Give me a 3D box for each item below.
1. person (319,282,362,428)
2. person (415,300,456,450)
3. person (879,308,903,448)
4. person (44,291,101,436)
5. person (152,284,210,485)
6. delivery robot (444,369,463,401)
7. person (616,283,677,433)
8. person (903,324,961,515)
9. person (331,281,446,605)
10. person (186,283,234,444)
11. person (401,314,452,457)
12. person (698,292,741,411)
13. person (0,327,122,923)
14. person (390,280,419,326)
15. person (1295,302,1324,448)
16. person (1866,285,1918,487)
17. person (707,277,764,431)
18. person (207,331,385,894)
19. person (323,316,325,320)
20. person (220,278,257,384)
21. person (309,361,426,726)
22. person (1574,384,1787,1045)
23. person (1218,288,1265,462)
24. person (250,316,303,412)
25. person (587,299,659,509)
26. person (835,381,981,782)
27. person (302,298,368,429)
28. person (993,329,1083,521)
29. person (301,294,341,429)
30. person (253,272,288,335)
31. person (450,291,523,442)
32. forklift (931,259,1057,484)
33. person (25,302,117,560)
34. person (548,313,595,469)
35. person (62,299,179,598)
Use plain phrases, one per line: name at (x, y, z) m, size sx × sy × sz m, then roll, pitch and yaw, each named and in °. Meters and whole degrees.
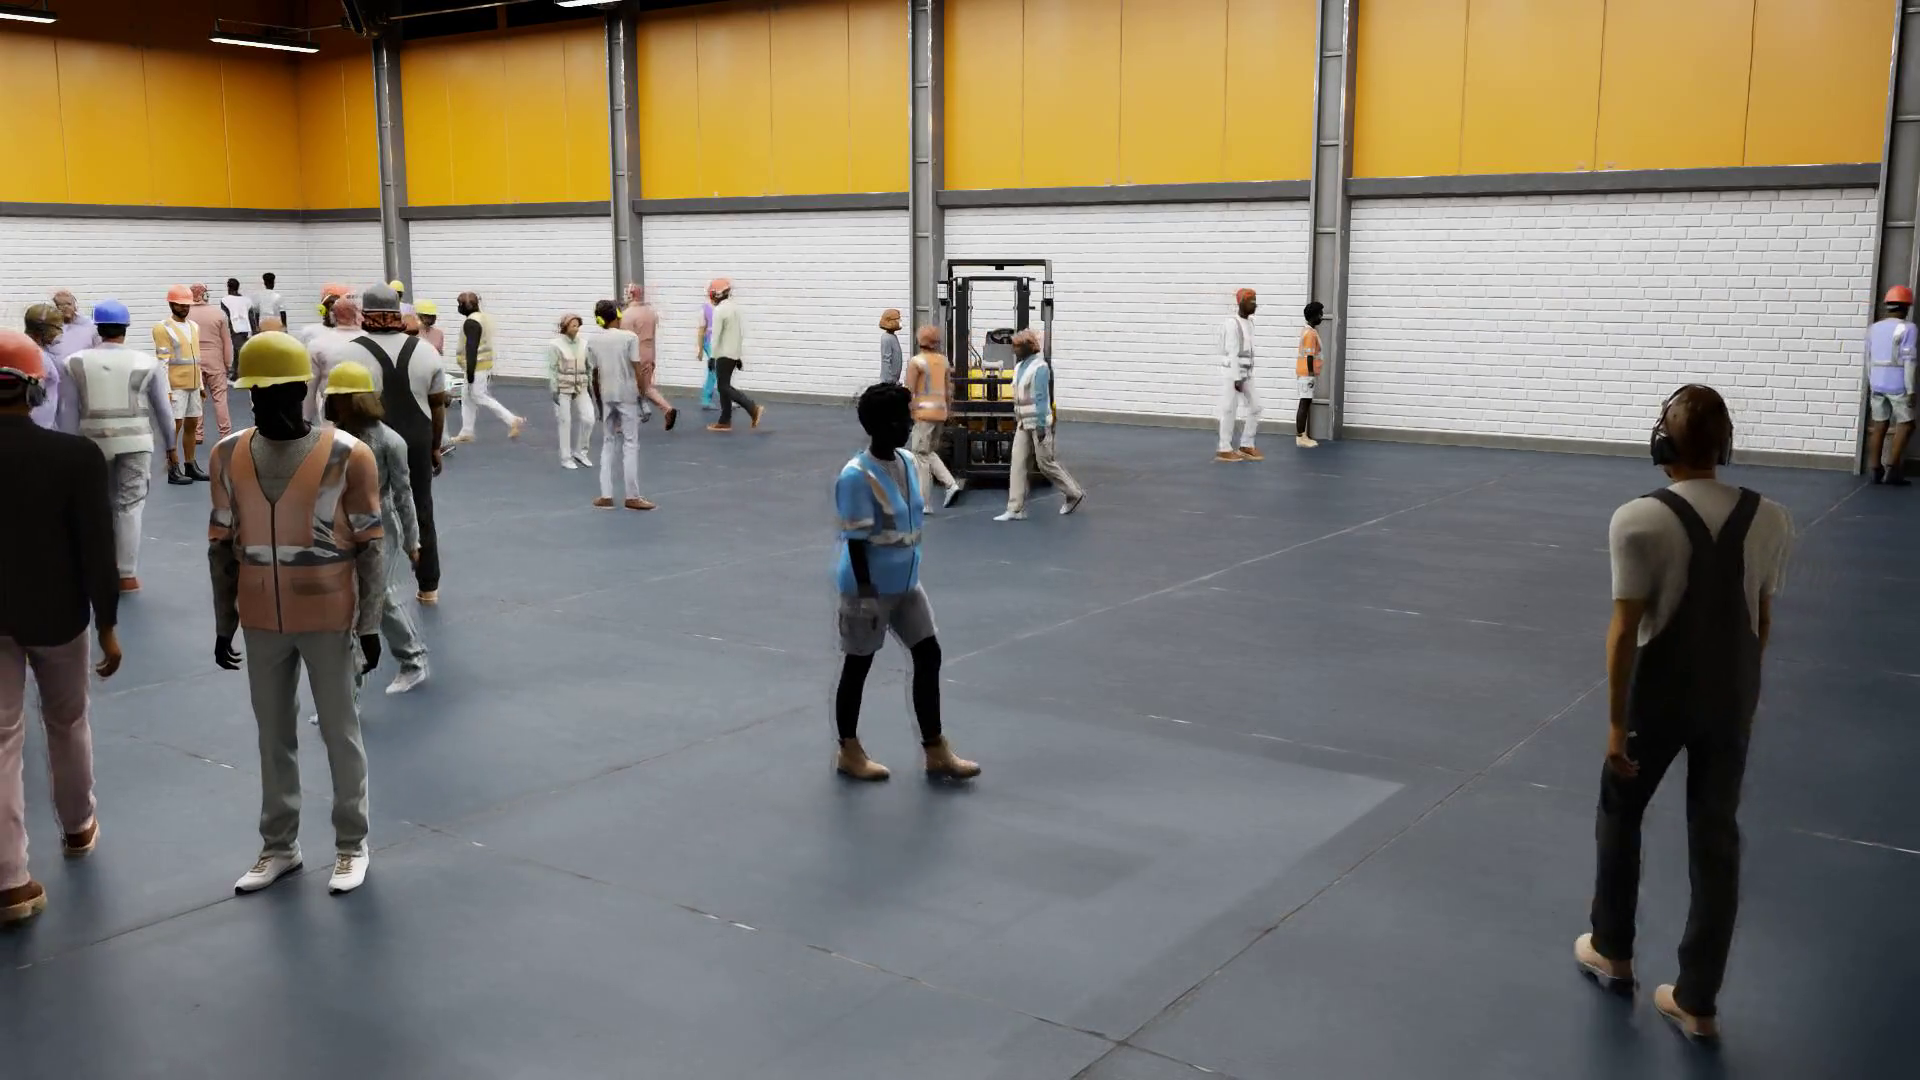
person at (-6.432, -1.707, 17.342) m, size 1.042 × 1.935 × 0.633 m, roll 3°, pitch 10°, yaw 16°
person at (-6.168, -1.897, 19.115) m, size 0.896 × 1.719 × 0.525 m, roll 9°, pitch 13°, yaw 43°
person at (-0.754, -1.744, 18.453) m, size 0.285 × 1.636 × 0.500 m, roll 1°, pitch 10°, yaw 7°
person at (-9.096, -1.610, 17.004) m, size 0.669 × 1.857 × 1.017 m, roll -6°, pitch 11°, yaw -30°
person at (-7.534, -1.509, 16.166) m, size 0.369 × 1.933 × 0.551 m, roll 3°, pitch 10°, yaw 16°
delivery robot at (-7.674, -2.296, 24.675) m, size 0.707 × 0.478 × 0.477 m, roll 6°, pitch 11°, yaw 31°
person at (-3.956, -2.252, 20.727) m, size 0.718 × 1.890 × 0.653 m, roll 4°, pitch 10°, yaw 22°
person at (-0.249, -1.020, 14.147) m, size 0.409 × 1.619 × 0.540 m, roll 6°, pitch 11°, yaw 33°
person at (-3.566, -0.584, 10.340) m, size 0.690 × 2.000 × 0.538 m, roll -7°, pitch 12°, yaw -37°
person at (-8.919, -2.077, 19.652) m, size 0.636 × 1.903 × 0.404 m, roll -3°, pitch 10°, yaw -16°
person at (-5.975, -1.701, 18.349) m, size 0.858 × 1.586 × 0.520 m, roll 6°, pitch 11°, yaw 32°
person at (-3.405, -2.732, 23.815) m, size 0.920 × 1.801 × 0.583 m, roll 6°, pitch 11°, yaw 31°
person at (-3.199, 0.255, 5.652) m, size 0.637 × 1.943 × 1.024 m, roll -4°, pitch 10°, yaw -22°
person at (-8.124, -2.804, 24.056) m, size 0.595 × 1.886 × 0.977 m, roll -5°, pitch 11°, yaw -30°
person at (4.057, -1.916, 19.318) m, size 0.318 × 1.691 × 0.532 m, roll 1°, pitch 10°, yaw 7°
person at (8.941, -1.468, 15.939) m, size 0.401 × 1.925 × 0.603 m, roll -3°, pitch 10°, yaw -16°
person at (-2.852, -2.329, 20.977) m, size 0.755 × 1.962 × 0.640 m, roll 2°, pitch 10°, yaw 13°
person at (-2.267, 0.255, 5.678) m, size 0.594 × 1.926 × 0.367 m, roll 0°, pitch 10°, yaw 3°
person at (-6.652, -1.685, 17.758) m, size 0.550 × 1.752 × 0.360 m, roll -7°, pitch 12°, yaw -35°
person at (-12.499, -3.599, 28.843) m, size 1.022 × 1.867 × 0.589 m, roll 4°, pitch 10°, yaw 25°
person at (-2.859, -0.009, 7.985) m, size 0.499 × 1.693 × 0.948 m, roll 4°, pitch 10°, yaw 20°
person at (2.052, 0.464, 4.777) m, size 0.515 × 1.813 × 0.754 m, roll 0°, pitch 10°, yaw 2°
person at (3.046, -1.755, 17.833) m, size 0.599 × 1.861 × 0.590 m, roll 7°, pitch 12°, yaw 38°
person at (-6.657, -1.362, 16.199) m, size 0.519 × 1.617 × 0.457 m, roll -1°, pitch 10°, yaw -8°
person at (-2.920, -1.171, 14.494) m, size 0.667 × 1.832 × 0.337 m, roll 3°, pitch 10°, yaw 19°
person at (-0.232, 0.197, 6.764) m, size 0.725 × 1.666 × 0.557 m, roll 6°, pitch 11°, yaw 31°
person at (-4.975, -1.021, 13.482) m, size 0.656 × 1.854 × 0.987 m, roll -7°, pitch 12°, yaw -37°
person at (0.658, -0.962, 13.911) m, size 0.761 × 1.608 × 0.542 m, roll -5°, pitch 11°, yaw -26°
person at (-6.056, -1.444, 16.046) m, size 0.543 × 1.841 × 0.630 m, roll -9°, pitch 13°, yaw -43°
person at (-12.489, -3.897, 30.325) m, size 0.642 × 1.946 × 0.709 m, roll 1°, pitch 10°, yaw 4°
person at (-5.670, -2.046, 19.766) m, size 0.817 × 1.813 × 0.649 m, roll -2°, pitch 10°, yaw -9°
forklift at (0.370, -1.738, 16.759) m, size 1.214 × 2.155 × 2.313 m, roll 1°, pitch 10°, yaw 3°
person at (-6.149, -0.651, 11.205) m, size 0.988 × 1.873 × 0.726 m, roll -8°, pitch 12°, yaw -38°
person at (-4.020, -1.531, 17.230) m, size 0.538 × 1.624 × 0.407 m, roll -8°, pitch 13°, yaw -41°
person at (-5.489, -0.622, 10.952) m, size 0.655 × 1.897 × 0.975 m, roll -2°, pitch 10°, yaw -12°
